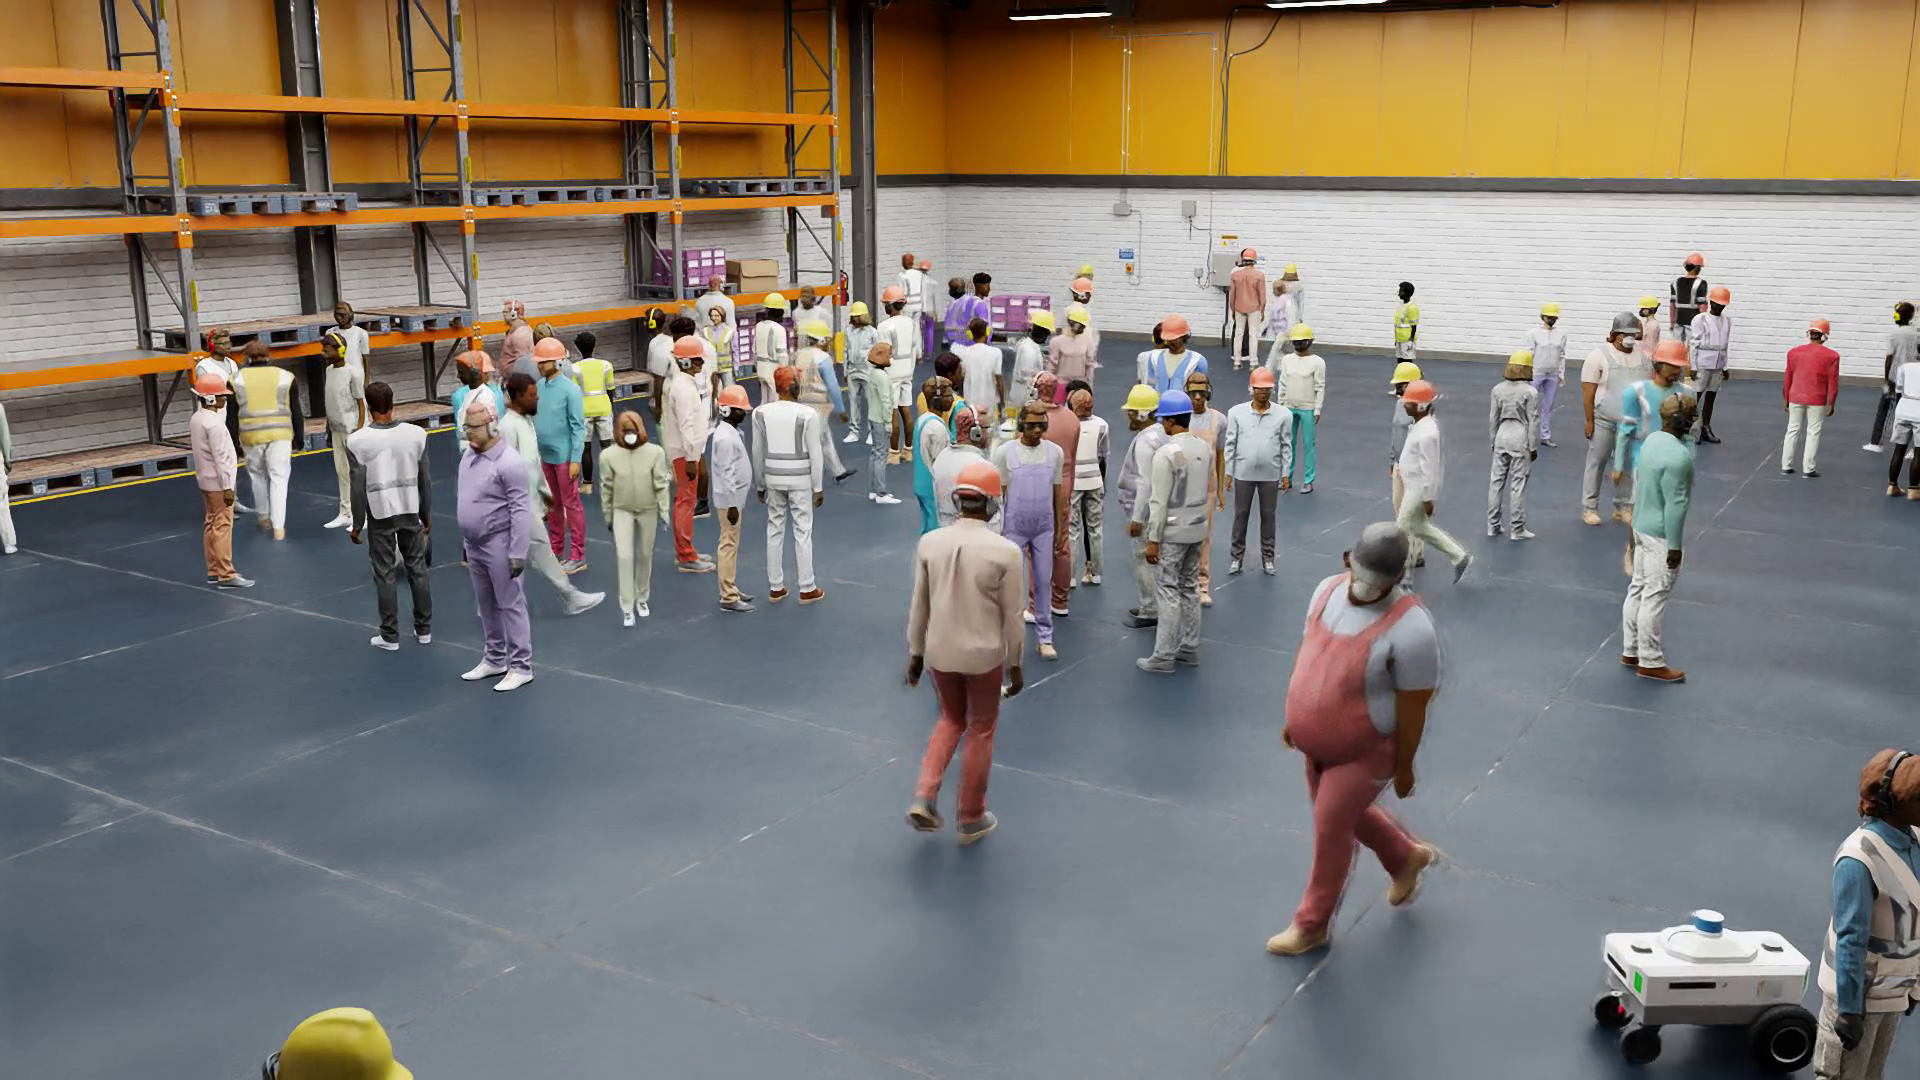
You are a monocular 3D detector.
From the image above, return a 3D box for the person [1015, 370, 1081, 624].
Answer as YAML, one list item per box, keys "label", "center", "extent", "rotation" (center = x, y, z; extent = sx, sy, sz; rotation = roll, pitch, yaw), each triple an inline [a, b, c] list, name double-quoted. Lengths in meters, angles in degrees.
- label: "person"
  center: [0.608, -0.320, 12.486]
  extent: [0.406, 1.911, 0.637]
  rotation: [12, 17, 41]

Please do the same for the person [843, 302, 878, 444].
- label: "person"
  center: [-1.212, -2.037, 20.300]
  extent: [0.493, 1.740, 0.325]
  rotation: [6, 14, 23]

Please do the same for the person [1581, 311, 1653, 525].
- label: "person"
  center: [6.278, -1.156, 15.819]
  extent: [0.682, 2.000, 0.537]
  rotation: [-2, 13, -10]

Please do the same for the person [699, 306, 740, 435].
- label: "person"
  center: [-3.026, -2.125, 20.900]
  extent: [0.522, 1.639, 0.305]
  rotation: [2, 13, 7]

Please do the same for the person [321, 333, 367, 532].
- label: "person"
  center: [-5.769, -1.007, 15.565]
  extent: [0.518, 1.865, 0.328]
  rotation: [8, 15, 32]

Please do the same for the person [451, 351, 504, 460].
- label: "person"
  center: [-4.309, -0.837, 15.064]
  extent: [0.326, 1.752, 0.559]
  rotation: [8, 15, 31]

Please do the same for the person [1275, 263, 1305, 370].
- label: "person"
  center: [5.408, -3.669, 27.372]
  extent: [0.488, 1.743, 0.319]
  rotation: [3, 13, 12]

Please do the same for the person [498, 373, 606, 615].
- label: "person"
  center: [-3.207, -0.330, 12.586]
  extent: [0.978, 1.871, 0.613]
  rotation: [-2, 13, -7]

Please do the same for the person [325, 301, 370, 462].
- label: "person"
  center: [-7.021, -1.814, 19.102]
  extent: [0.508, 1.846, 0.345]
  rotation: [0, 13, -1]

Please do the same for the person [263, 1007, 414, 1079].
- label: "person"
  center: [-1.295, 1.817, 3.552]
  extent: [0.340, 1.761, 0.526]
  rotation: [-1, 13, -3]

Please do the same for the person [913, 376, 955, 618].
- label: "person"
  center: [-0.174, -0.328, 12.658]
  extent: [0.340, 1.845, 0.513]
  rotation: [-4, 14, -17]

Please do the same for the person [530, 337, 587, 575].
- label: "person"
  center: [-3.390, -0.707, 13.979]
  extent: [0.608, 1.993, 0.383]
  rotation: [11, 17, 39]

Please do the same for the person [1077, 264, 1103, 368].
- label: "person"
  center: [2.112, -3.680, 27.448]
  extent: [0.649, 1.717, 0.518]
  rotation: [-8, 15, -32]

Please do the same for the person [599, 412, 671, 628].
- label: "person"
  center: [-2.411, -0.154, 12.432]
  extent: [0.500, 1.597, 0.761]
  rotation: [-4, 14, -16]

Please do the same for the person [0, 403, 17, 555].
- label: "person"
  center: [-8.542, -0.649, 14.500]
  extent: [0.514, 1.641, 0.307]
  rotation: [-10, 16, -36]

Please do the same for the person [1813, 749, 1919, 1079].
- label: "person"
  center: [2.934, 1.458, 5.362]
  extent: [0.514, 1.641, 0.307]
  rotation: [-11, 17, -41]

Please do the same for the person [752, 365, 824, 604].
- label: "person"
  center: [-1.334, -0.432, 13.022]
  extent: [0.572, 1.886, 0.356]
  rotation: [4, 14, 16]

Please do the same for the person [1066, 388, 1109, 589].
- label: "person"
  center: [0.973, -0.419, 13.496]
  extent: [0.514, 1.642, 0.311]
  rotation: [-5, 14, -22]

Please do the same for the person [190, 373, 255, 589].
- label: "person"
  center: [-6.025, -0.484, 13.534]
  extent: [0.333, 1.749, 0.574]
  rotation: [-11, 17, -39]

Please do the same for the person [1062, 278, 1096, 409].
- label: "person"
  center: [1.485, -2.269, 20.751]
  extent: [0.389, 1.991, 0.625]
  rotation: [-5, 14, -20]

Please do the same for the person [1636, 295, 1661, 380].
- label: "person"
  center: [8.685, -2.222, 21.073]
  extent: [0.349, 1.758, 0.522]
  rotation: [3, 13, 14]

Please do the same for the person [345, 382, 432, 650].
- label: "person"
  center: [-4.031, -0.167, 11.812]
  extent: [0.587, 1.913, 0.391]
  rotation: [-10, 17, -38]

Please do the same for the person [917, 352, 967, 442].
- label: "person"
  center: [-0.136, -0.568, 13.544]
  extent: [0.375, 1.915, 0.599]
  rotation: [-9, 16, -35]

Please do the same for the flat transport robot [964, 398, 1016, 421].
- label: "flat transport robot"
  center: [0.364, -1.739, 22.227]
  extent: [0.652, 0.197, 1.431]
  rotation: [-4, 14, -17]

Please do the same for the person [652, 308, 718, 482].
- label: "person"
  center: [-2.859, -1.487, 17.256]
  extent: [0.692, 2.000, 1.086]
  rotation: [-10, 16, -37]

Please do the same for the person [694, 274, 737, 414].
- label: "person"
  center: [-3.319, -2.673, 22.745]
  extent: [0.662, 1.896, 0.399]
  rotation: [8, 15, 32]

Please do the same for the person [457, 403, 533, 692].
- label: "person"
  center: [-3.085, 0.042, 10.920]
  extent: [0.649, 1.905, 0.401]
  rotation: [12, 17, 41]

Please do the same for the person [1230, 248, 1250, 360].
- label: "person"
  center: [4.889, -4.062, 28.700]
  extent: [0.391, 1.917, 0.588]
  rotation: [-8, 15, -30]

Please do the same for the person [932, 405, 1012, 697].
- label: "person"
  center: [0.087, 0.071, 10.794]
  extent: [0.409, 1.909, 0.642]
  rotation: [-8, 15, -30]

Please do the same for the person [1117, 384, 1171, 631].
- label: "person"
  center: [1.368, -0.240, 12.310]
  extent: [0.404, 1.827, 0.600]
  rotation: [4, 14, 19]

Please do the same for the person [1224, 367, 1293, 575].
- label: "person"
  center: [2.489, -0.577, 13.926]
  extent: [0.571, 1.755, 0.319]
  rotation: [2, 13, 8]

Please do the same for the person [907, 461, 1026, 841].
- label: "person"
  center: [0.040, 0.582, 8.469]
  extent: [0.619, 1.963, 0.566]
  rotation: [8, 15, 31]

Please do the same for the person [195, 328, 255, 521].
- label: "person"
  center: [-7.153, -1.125, 16.111]
  extent: [0.395, 1.847, 0.564]
  rotation: [1, 13, 6]

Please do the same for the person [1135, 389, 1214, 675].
- label: "person"
  center: [1.468, -0.053, 11.280]
  extent: [0.421, 1.932, 0.623]
  rotation: [11, 17, 39]

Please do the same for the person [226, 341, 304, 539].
- label: "person"
  center: [-6.445, -0.949, 15.461]
  extent: [0.661, 1.791, 0.867]
  rotation: [-5, 14, -21]

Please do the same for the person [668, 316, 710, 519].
- label: "person"
  center: [-2.610, -1.187, 16.133]
  extent: [0.376, 1.959, 0.600]
  rotation: [-3, 13, -12]

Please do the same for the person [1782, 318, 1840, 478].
- label: "person"
  center: [9.311, -1.551, 18.200]
  extent: [0.354, 1.739, 0.570]
  rotation: [-12, 17, -41]

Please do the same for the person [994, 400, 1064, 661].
- label: "person"
  center: [0.479, -0.062, 11.530]
  extent: [0.503, 1.839, 0.353]
  rotation: [-3, 13, -13]

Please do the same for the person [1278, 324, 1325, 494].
- label: "person"
  center: [3.543, -1.372, 17.359]
  extent: [0.525, 1.769, 0.315]
  rotation: [11, 17, 39]

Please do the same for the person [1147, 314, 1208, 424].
- label: "person"
  center: [2.006, -1.109, 15.628]
  extent: [0.608, 2.037, 0.402]
  rotation: [8, 15, 31]
